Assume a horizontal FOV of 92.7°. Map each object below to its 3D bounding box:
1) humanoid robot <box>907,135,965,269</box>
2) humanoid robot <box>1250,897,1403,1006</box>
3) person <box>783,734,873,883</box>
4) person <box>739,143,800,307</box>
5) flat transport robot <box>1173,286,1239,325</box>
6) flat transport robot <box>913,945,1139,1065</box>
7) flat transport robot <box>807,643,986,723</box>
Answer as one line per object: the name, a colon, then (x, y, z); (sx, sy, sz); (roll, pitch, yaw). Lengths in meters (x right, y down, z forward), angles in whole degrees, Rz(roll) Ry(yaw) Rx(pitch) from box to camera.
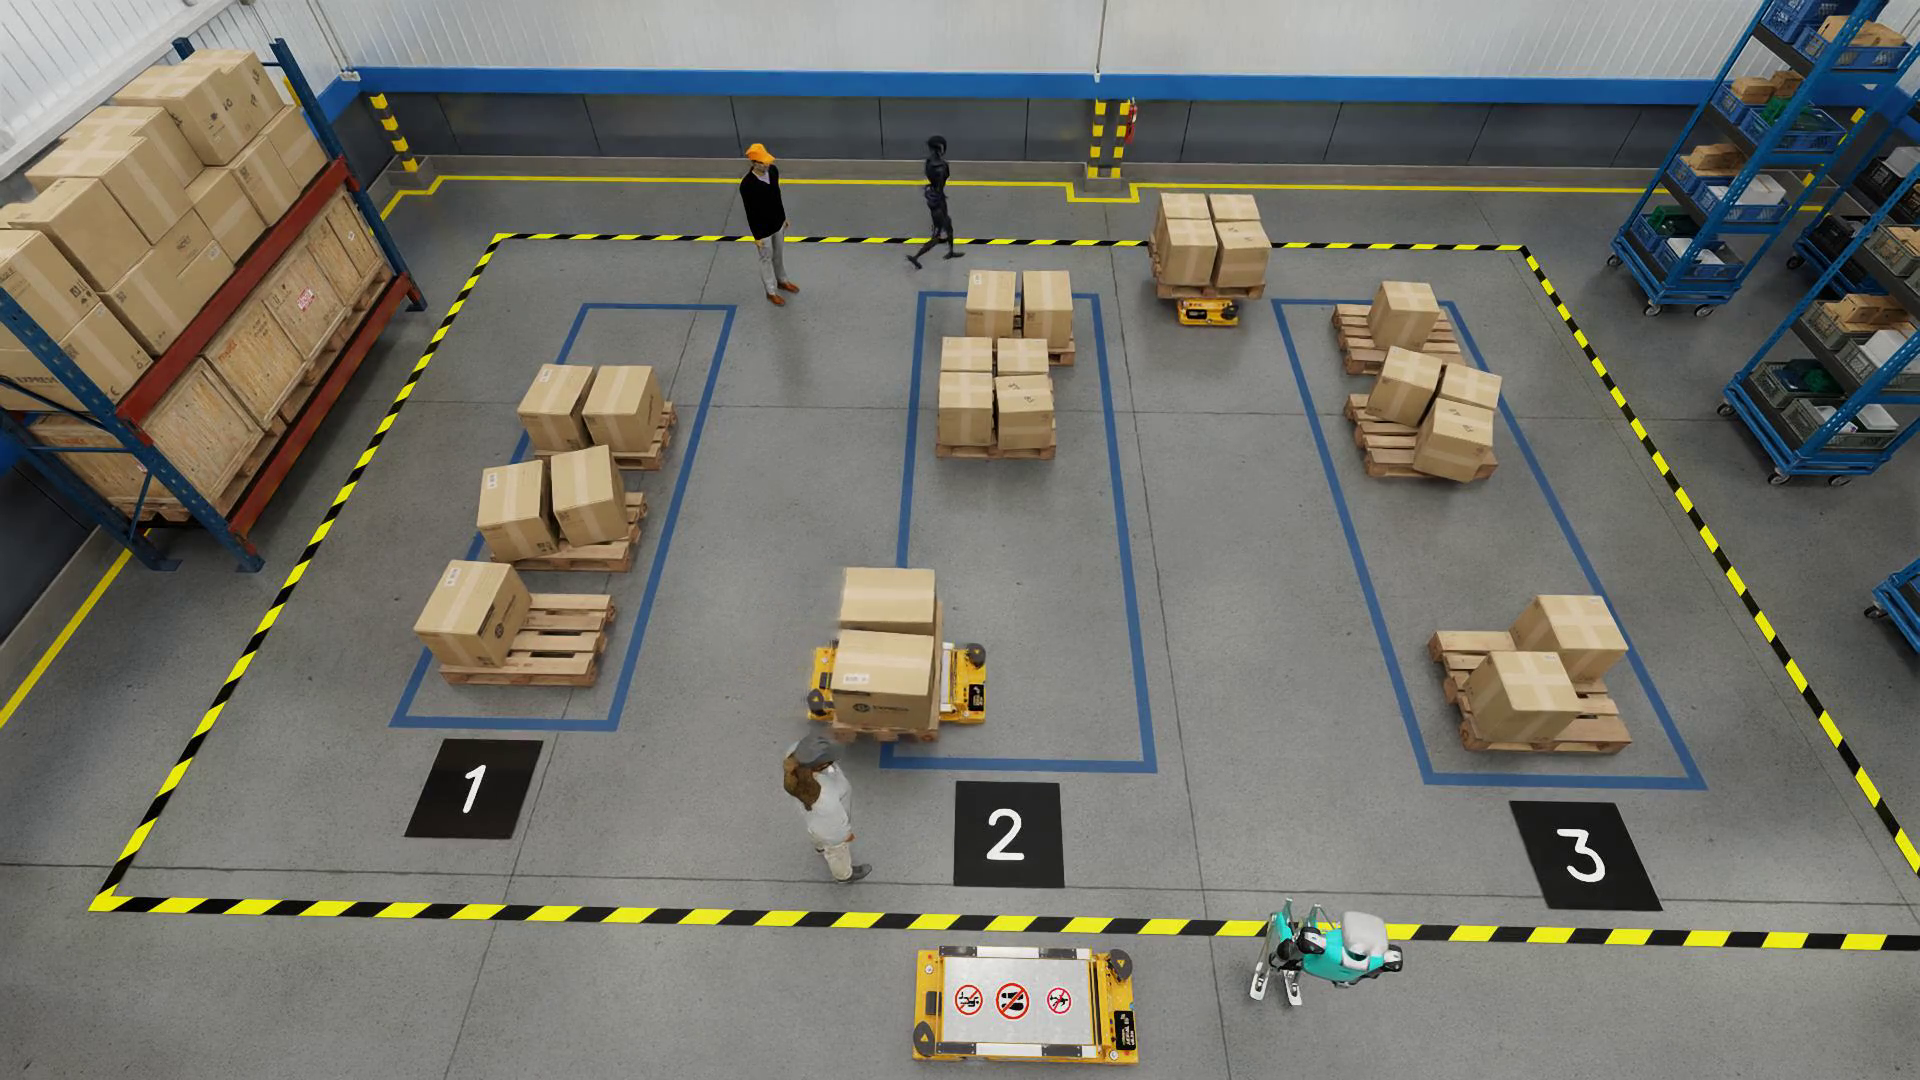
humanoid robot: (-0.302, -4.008, 10.865); (0.723, 1.632, 0.612); (-8, 51, -7)
humanoid robot: (2.140, 2.373, 5.514); (0.533, 1.681, 0.735); (9, 51, 8)
person: (-0.896, 1.785, 6.065); (0.403, 1.762, 0.563); (-28, 56, -21)
person: (-2.154, -3.553, 10.341); (0.362, 1.885, 0.586); (23, 54, 18)
flat transport robot: (2.894, -3.097, 10.993); (0.652, 0.197, 1.431); (1, 51, 1)
flat transport robot: (0.422, 3.041, 6.007); (1.431, 0.231, 0.659); (1, 51, 1)
flat transport robot: (-0.504, 1.156, 7.525); (1.431, 0.197, 0.652); (1, 51, 1)
